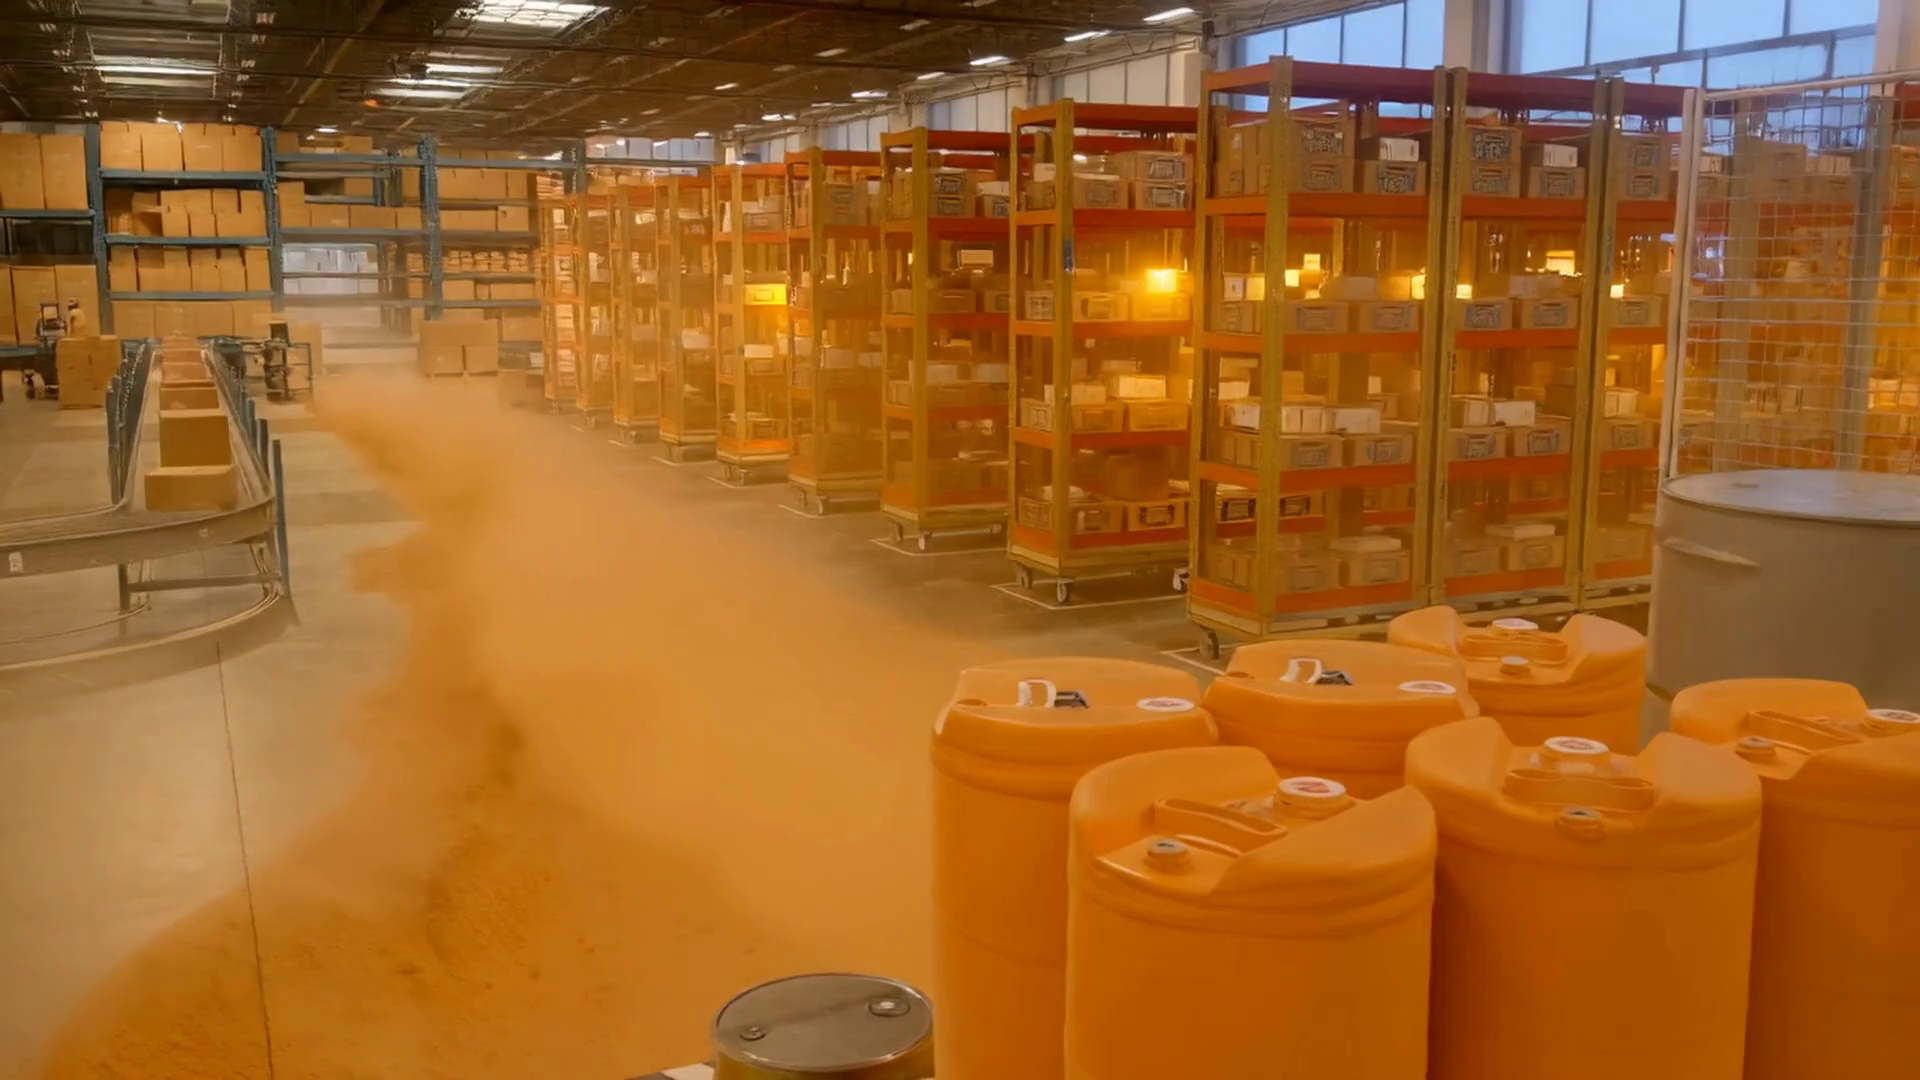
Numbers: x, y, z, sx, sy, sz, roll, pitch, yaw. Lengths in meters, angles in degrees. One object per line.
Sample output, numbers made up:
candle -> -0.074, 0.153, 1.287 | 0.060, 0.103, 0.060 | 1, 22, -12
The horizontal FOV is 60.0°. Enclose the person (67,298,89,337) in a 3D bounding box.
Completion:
person -> -20.222, -4.638, 38.149 | 0.404, 1.823, 0.591 | 2, 9, 13

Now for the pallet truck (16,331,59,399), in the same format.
pallet truck -> -17.082, -3.353, 31.781 | 1.630, 1.274, 0.653 | -4, 10, -25

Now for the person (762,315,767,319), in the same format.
person -> -5.807, -6.314, 48.186 | 1.047, 1.939, 0.652 | -5, 10, -28

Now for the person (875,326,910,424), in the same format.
person -> -1.042, -2.772, 26.312 | 0.992, 1.892, 0.622 | -4, 10, -25

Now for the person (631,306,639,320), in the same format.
person -> -9.055, -5.948, 46.498 | 0.810, 1.738, 0.521 | -4, 10, -23

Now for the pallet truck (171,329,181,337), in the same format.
pallet truck -> -17.275, -3.851, 35.096 | 1.601, 1.201, 0.680 | 0, 9, 1
